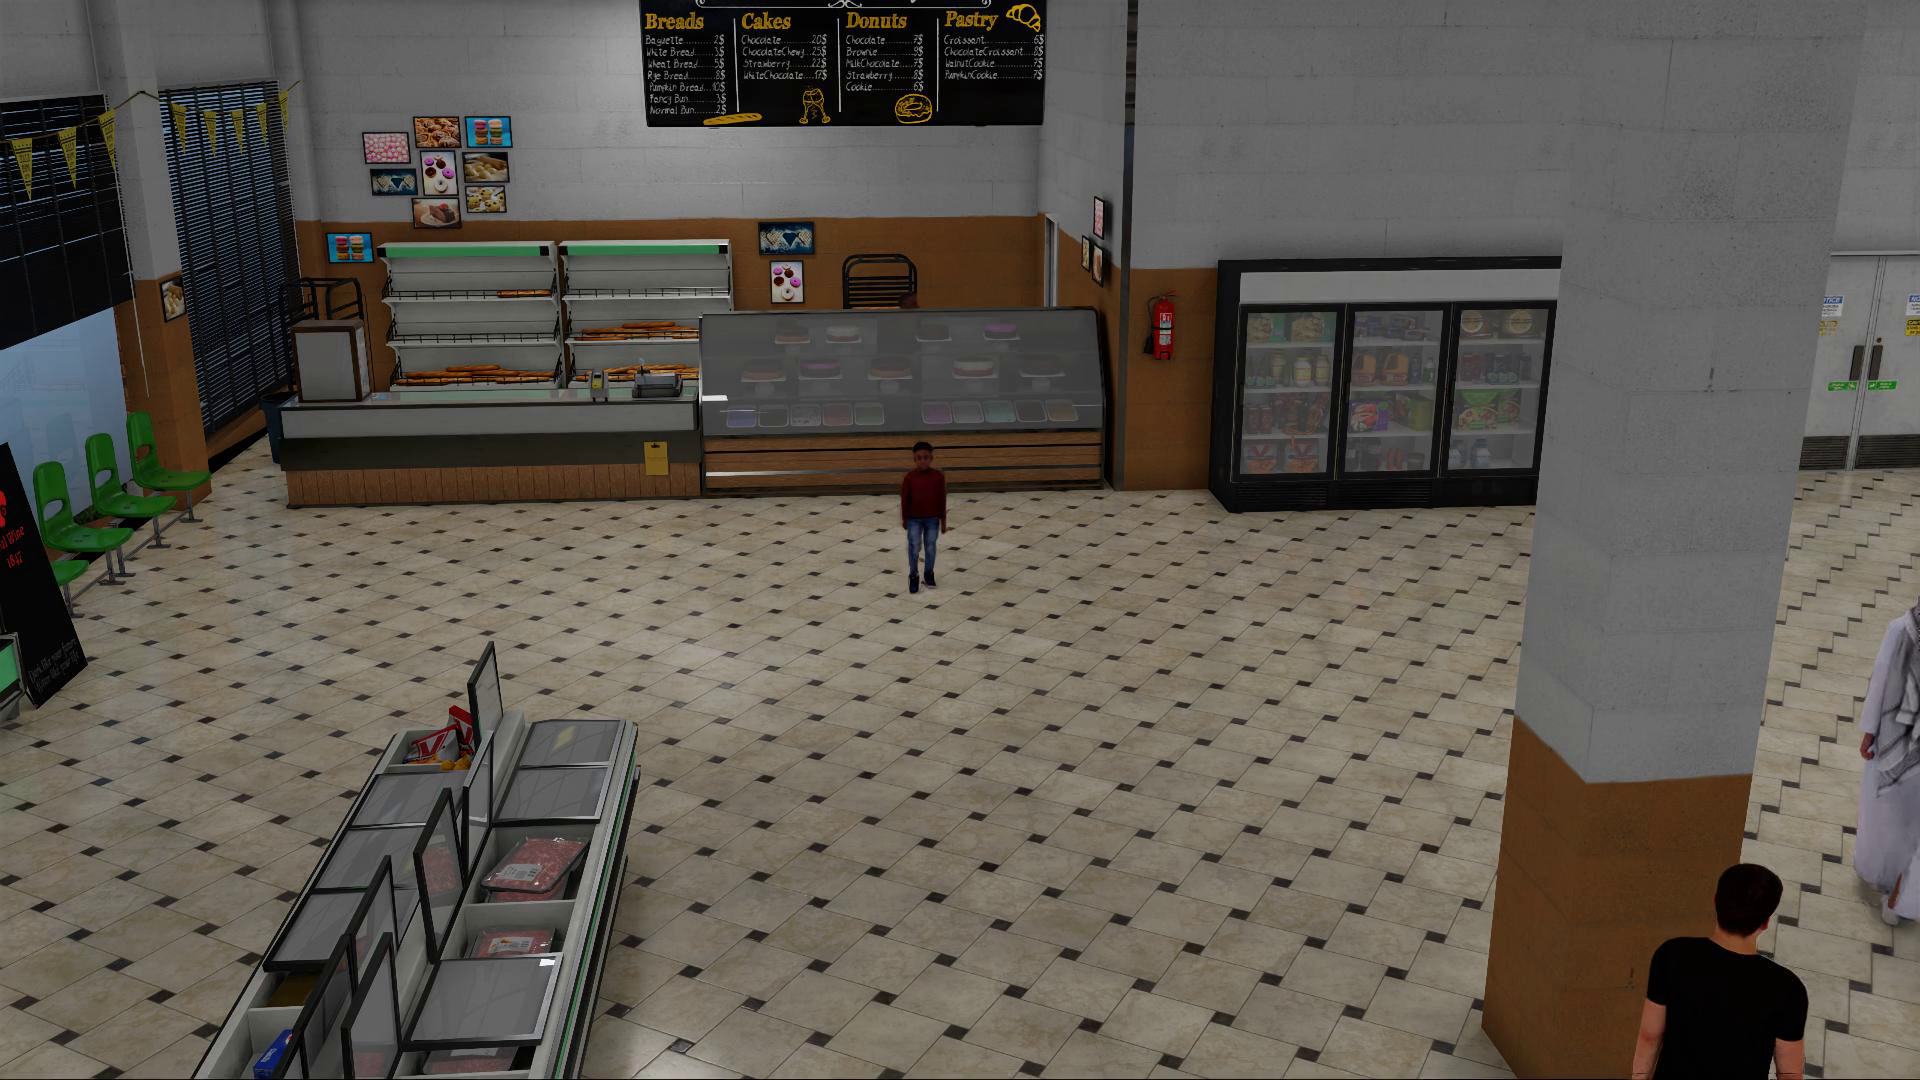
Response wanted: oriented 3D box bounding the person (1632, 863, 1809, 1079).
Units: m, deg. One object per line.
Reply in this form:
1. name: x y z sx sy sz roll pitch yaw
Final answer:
1. person: 2.457 1.975 5.507 1.173 1.794 1.277 12 21 35

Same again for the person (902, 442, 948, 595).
1. person: -0.306 -0.215 13.673 0.527 1.242 0.581 -3 17 -11

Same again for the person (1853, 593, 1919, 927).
1. person: 4.832 1.049 8.356 0.938 1.912 1.022 8 19 25
